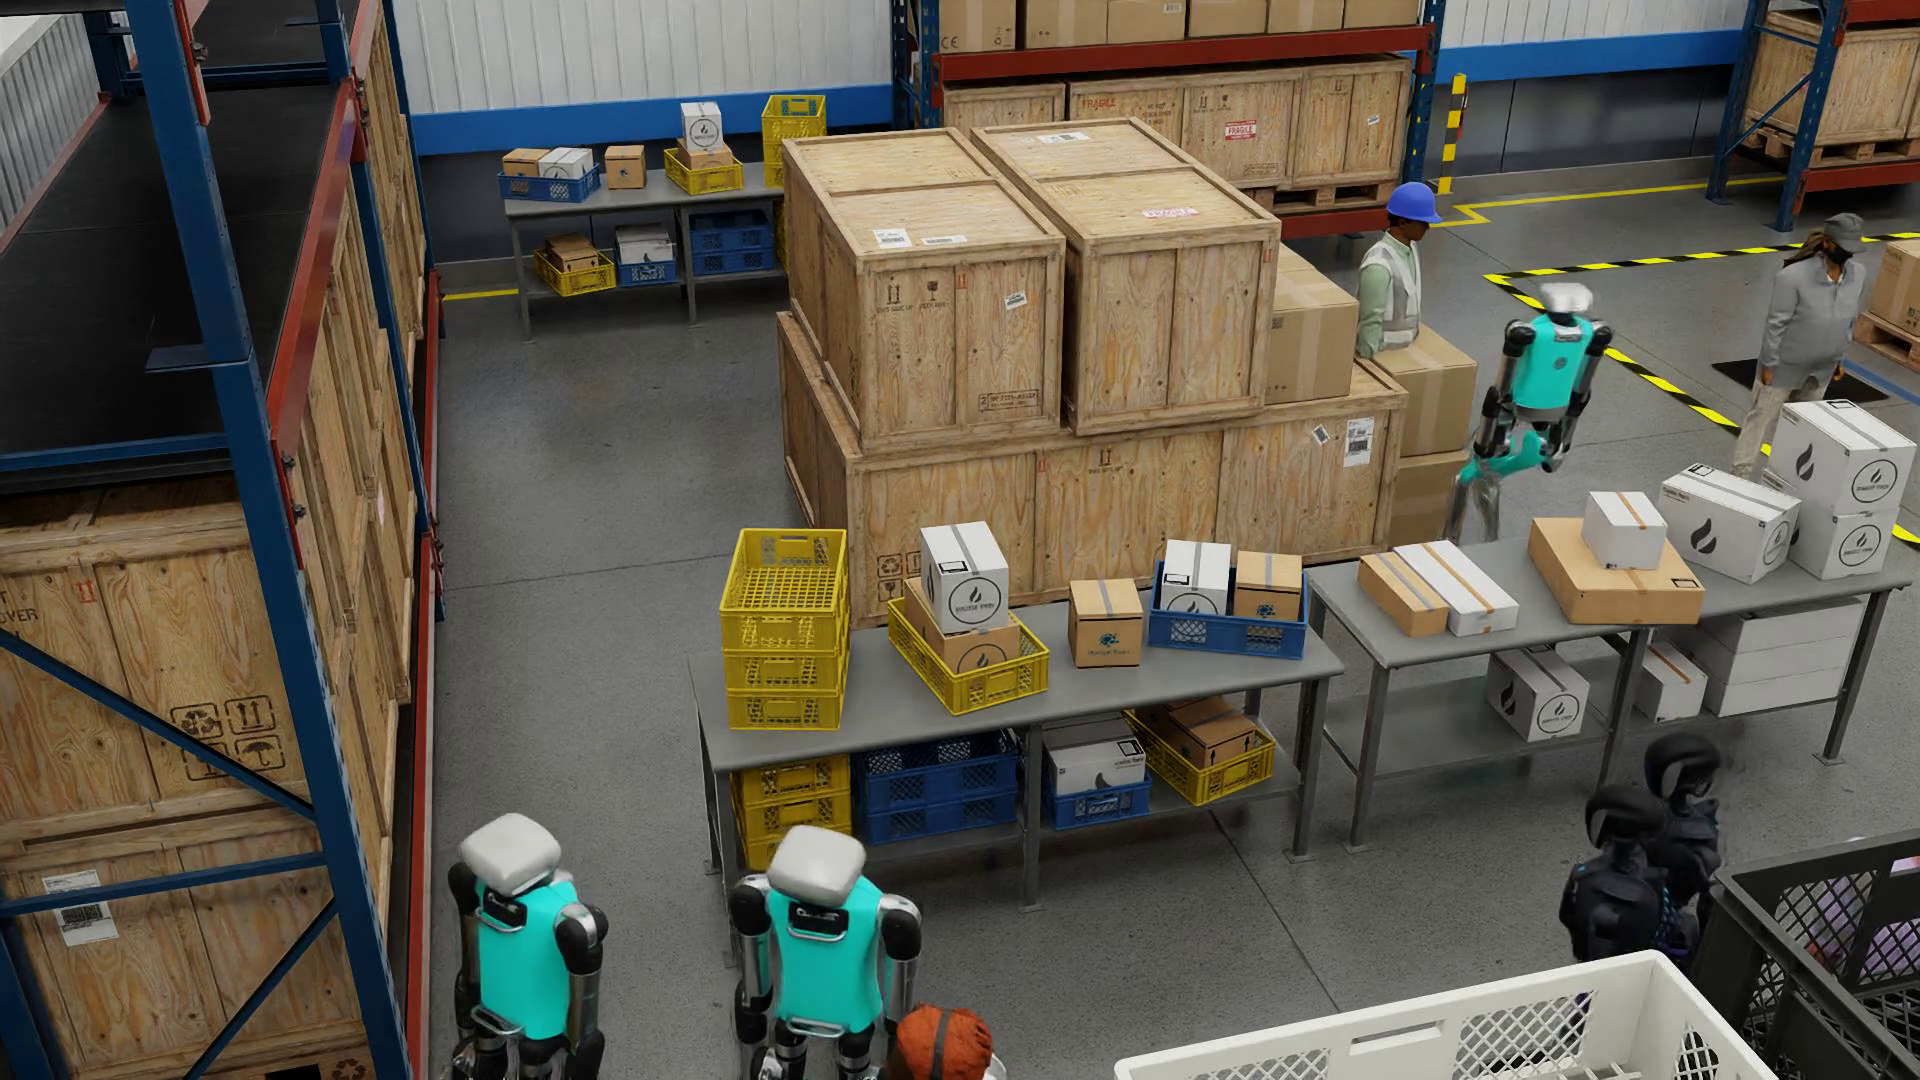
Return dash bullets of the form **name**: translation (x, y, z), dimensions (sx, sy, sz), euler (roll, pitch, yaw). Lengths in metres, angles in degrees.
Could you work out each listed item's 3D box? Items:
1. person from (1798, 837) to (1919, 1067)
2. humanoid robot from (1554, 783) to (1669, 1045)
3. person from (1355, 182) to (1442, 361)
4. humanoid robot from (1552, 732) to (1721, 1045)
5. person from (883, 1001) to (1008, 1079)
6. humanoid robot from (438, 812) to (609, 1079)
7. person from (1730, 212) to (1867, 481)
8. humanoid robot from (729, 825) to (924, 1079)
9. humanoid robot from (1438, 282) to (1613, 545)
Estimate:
- **person**: translation (2.643, 1.443, 4.680), dimensions (0.405, 2.031, 0.607), euler (-23, 36, -36)
- **humanoid robot**: translation (1.892, 1.447, 5.027), dimensions (0.363, 1.650, 0.612), euler (15, 32, 25)
- **person**: translation (2.373, -1.052, 9.299), dimensions (0.412, 1.939, 0.602), euler (17, 33, 28)
- **humanoid robot**: translation (2.156, 1.342, 5.253), dimensions (0.610, 1.636, 0.616), euler (-4, 29, -7)
- **person**: translation (-0.027, 1.859, 4.070), dimensions (0.356, 1.883, 0.572), euler (3, 29, 5)
- **humanoid robot**: translation (-1.327, 1.697, 4.604), dimensions (0.546, 1.846, 0.836), euler (18, 34, 30)
- **person**: translation (4.742, -1.007, 9.394), dimensions (0.562, 1.763, 0.403), euler (-6, 29, -11)
- **humanoid robot**: translation (-0.408, 1.645, 4.577), dimensions (0.538, 1.773, 0.666), euler (6, 29, 11)
- **humanoid robot**: translation (2.837, -0.570, 8.639), dimensions (0.605, 1.782, 0.822), euler (-4, 29, -7)
